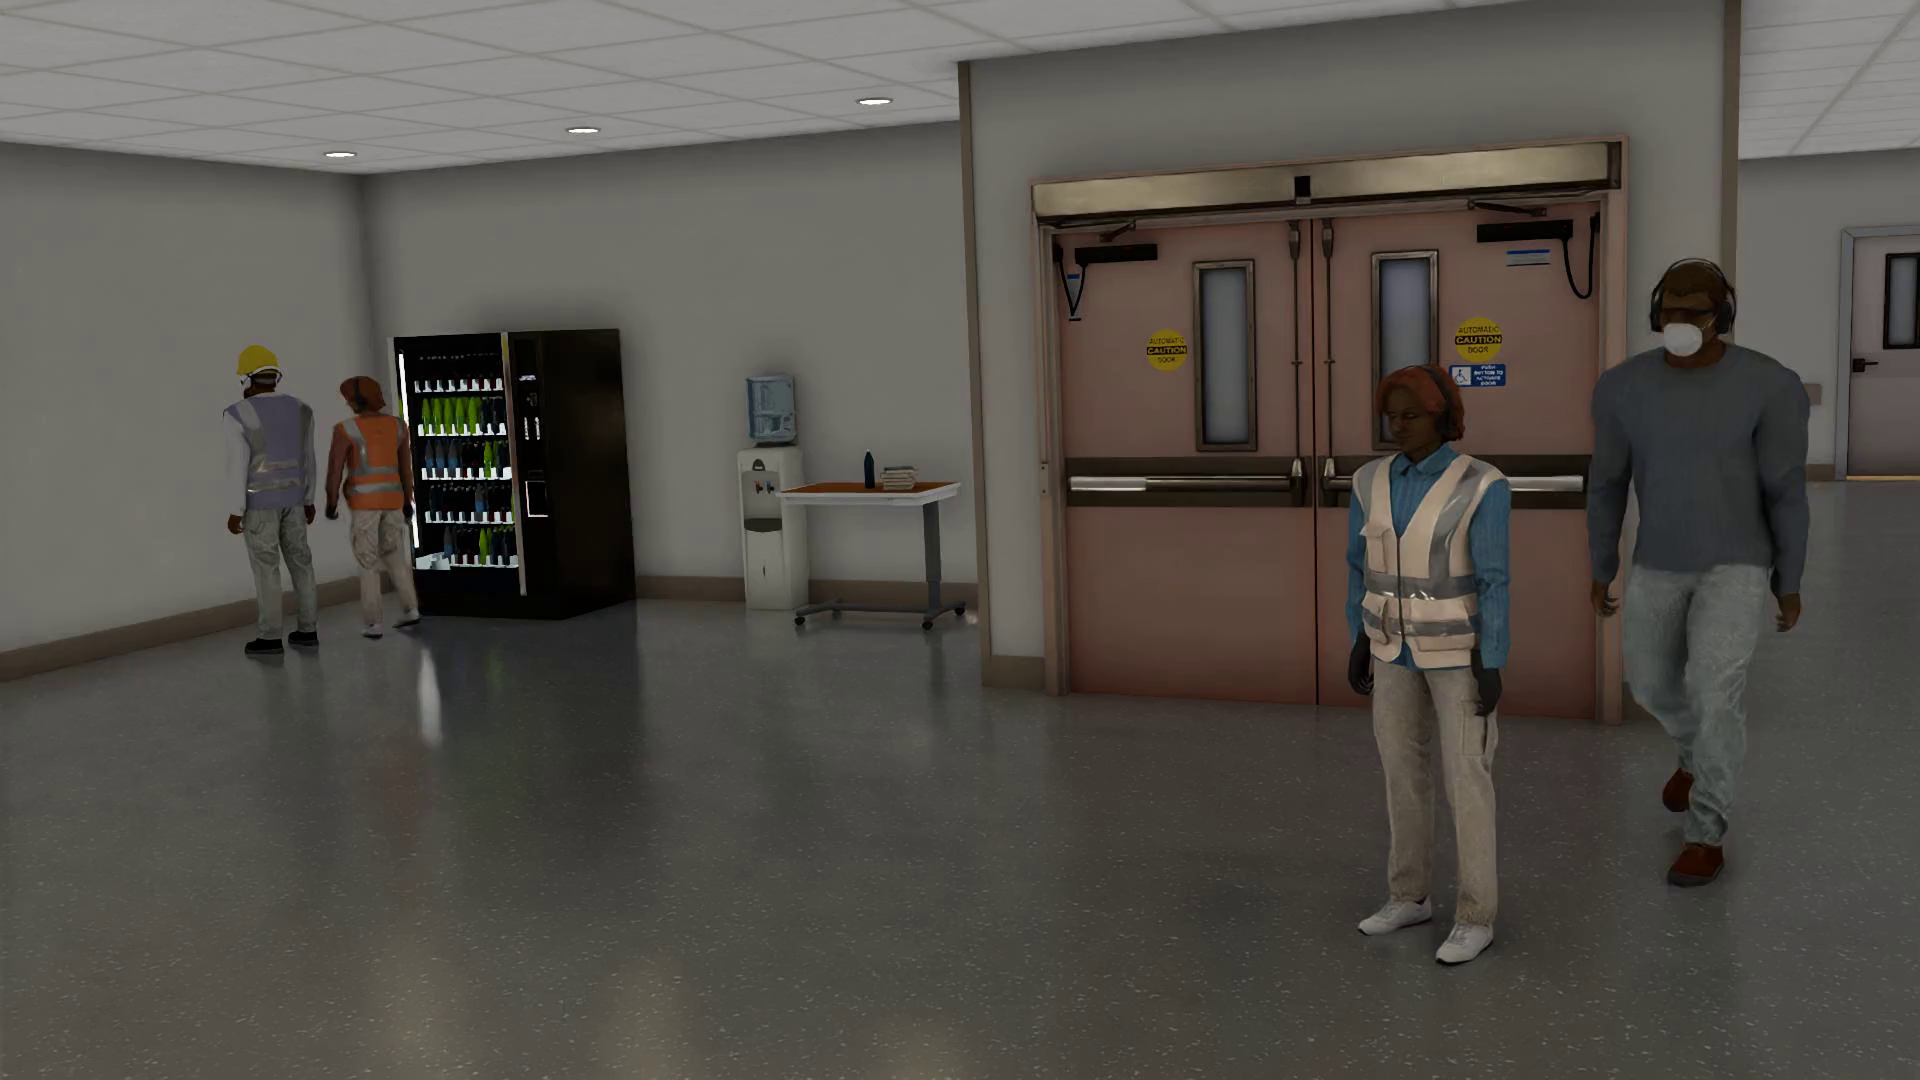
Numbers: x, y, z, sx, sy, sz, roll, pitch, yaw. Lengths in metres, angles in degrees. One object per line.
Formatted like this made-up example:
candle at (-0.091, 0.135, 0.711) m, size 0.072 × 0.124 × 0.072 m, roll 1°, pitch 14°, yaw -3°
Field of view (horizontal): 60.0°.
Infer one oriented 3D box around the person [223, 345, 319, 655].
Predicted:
person at (-4.096, -0.239, 9.882) m, size 0.404 × 1.832 × 0.600 m, roll 2°, pitch 9°, yaw 30°

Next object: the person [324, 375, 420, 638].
person at (-3.630, -0.202, 10.257) m, size 0.435 × 1.626 × 0.523 m, roll 3°, pitch 9°, yaw 36°

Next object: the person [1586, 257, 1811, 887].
person at (2.357, 0.073, 5.230) m, size 0.647 × 1.906 × 0.769 m, roll 4°, pitch 10°, yaw 42°

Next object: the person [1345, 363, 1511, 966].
person at (1.295, 0.330, 4.605) m, size 0.319 × 1.631 × 0.518 m, roll -8°, pitch 9°, yaw -38°
